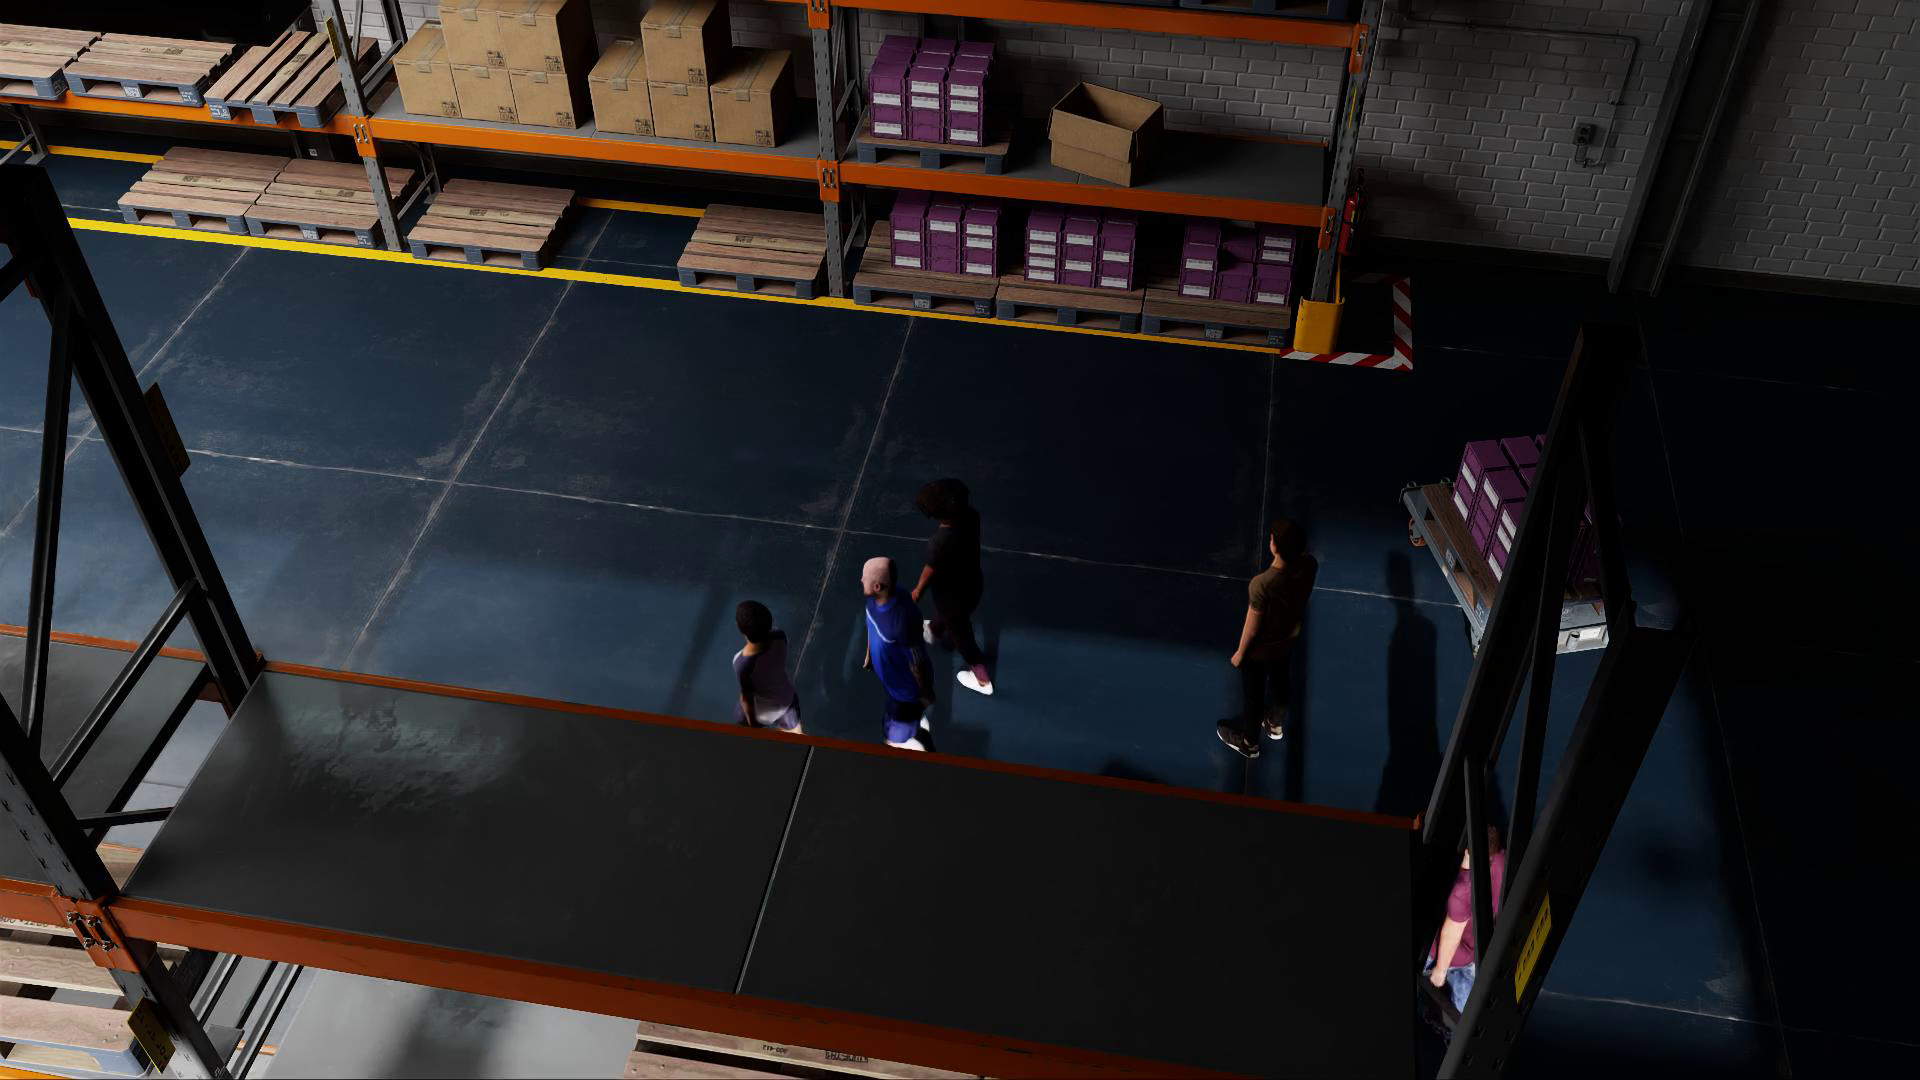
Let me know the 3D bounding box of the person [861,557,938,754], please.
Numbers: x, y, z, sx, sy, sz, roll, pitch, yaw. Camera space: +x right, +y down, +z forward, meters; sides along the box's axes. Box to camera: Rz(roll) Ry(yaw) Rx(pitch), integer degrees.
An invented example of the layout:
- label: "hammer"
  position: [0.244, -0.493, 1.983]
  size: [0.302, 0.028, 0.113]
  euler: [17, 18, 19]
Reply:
- label: "person"
  position: [-0.284, 0.820, 9.833]
  size: [0.849, 1.804, 0.842]
  euler: [-24, 49, -23]

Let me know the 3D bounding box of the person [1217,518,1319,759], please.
- label: "person"
  position: [1.876, 0.593, 10.038]
  size: [0.747, 1.851, 0.796]
  euler: [-28, 50, -26]

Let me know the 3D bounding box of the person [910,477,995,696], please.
- label: "person"
  position: [0.037, 0.331, 10.393]
  size: [1.101, 1.740, 0.854]
  euler: [24, 48, 23]

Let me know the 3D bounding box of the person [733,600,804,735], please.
- label: "person"
  position: [-1.076, 0.988, 9.859]
  size: [0.946, 1.526, 1.088]
  euler: [-33, 53, -30]
